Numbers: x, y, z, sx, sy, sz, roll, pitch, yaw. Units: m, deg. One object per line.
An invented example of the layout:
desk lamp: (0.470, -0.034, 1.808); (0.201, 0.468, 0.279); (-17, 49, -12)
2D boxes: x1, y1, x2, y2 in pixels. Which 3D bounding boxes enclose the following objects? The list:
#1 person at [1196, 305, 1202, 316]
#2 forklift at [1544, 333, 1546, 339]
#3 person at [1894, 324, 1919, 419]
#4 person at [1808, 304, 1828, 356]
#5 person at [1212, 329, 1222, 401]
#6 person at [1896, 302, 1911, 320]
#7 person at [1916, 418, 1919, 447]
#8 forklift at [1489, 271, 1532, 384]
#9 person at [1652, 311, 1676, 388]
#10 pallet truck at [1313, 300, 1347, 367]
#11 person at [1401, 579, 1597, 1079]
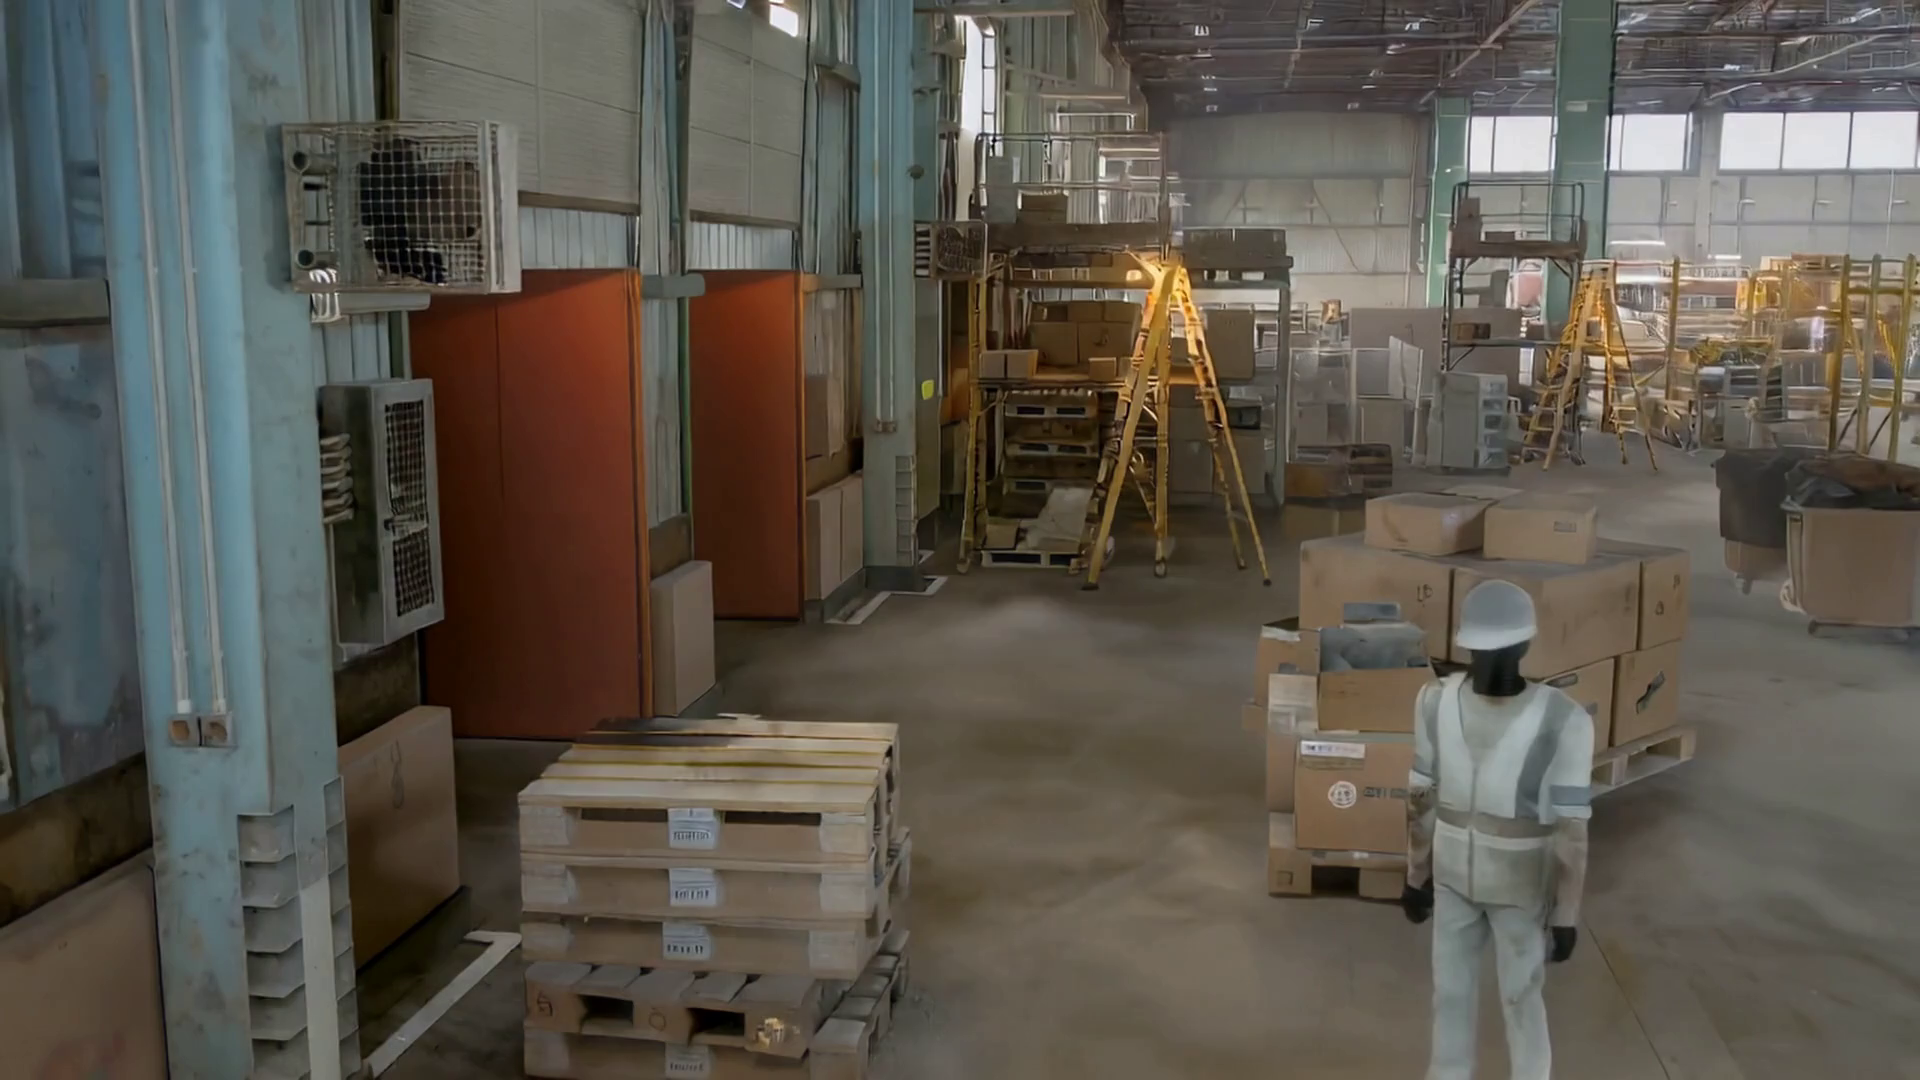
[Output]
person: (6.336, -5.339, 44.631); (0.544, 1.929, 0.386); (-5, 11, -30)
forklift: (16.905, -6.052, 46.094); (1.873, 2.768, 1.129); (-3, 10, -19)
person: (18.178, -3.234, 31.951); (0.360, 1.838, 0.500); (5, 10, 27)
person: (24.261, -5.709, 46.951); (0.725, 1.908, 0.572); (-1, 9, -7)
person: (5.433, -3.627, 34.980); (0.314, 1.634, 0.515); (-3, 10, -20)
person: (29.574, -6.514, 52.010); (0.643, 1.891, 1.044); (0, 9, 3)
person: (15.719, -2.349, 26.787); (0.485, 1.738, 0.322); (-5, 10, -27)
forklift: (13.422, -5.322, 41.591); (1.873, 2.768, 1.129); (1, 9, 9)
person: (17.143, -4.622, 40.365); (0.599, 1.873, 0.424); (-4, 10, -24)
pallet truck: (11.159, -6.200, 49.718); (0.823, 1.965, 1.885); (4, 10, 26)
person: (1.652, 1.062, 5.188); (0.395, 1.918, 0.591); (-9, 13, -44)
